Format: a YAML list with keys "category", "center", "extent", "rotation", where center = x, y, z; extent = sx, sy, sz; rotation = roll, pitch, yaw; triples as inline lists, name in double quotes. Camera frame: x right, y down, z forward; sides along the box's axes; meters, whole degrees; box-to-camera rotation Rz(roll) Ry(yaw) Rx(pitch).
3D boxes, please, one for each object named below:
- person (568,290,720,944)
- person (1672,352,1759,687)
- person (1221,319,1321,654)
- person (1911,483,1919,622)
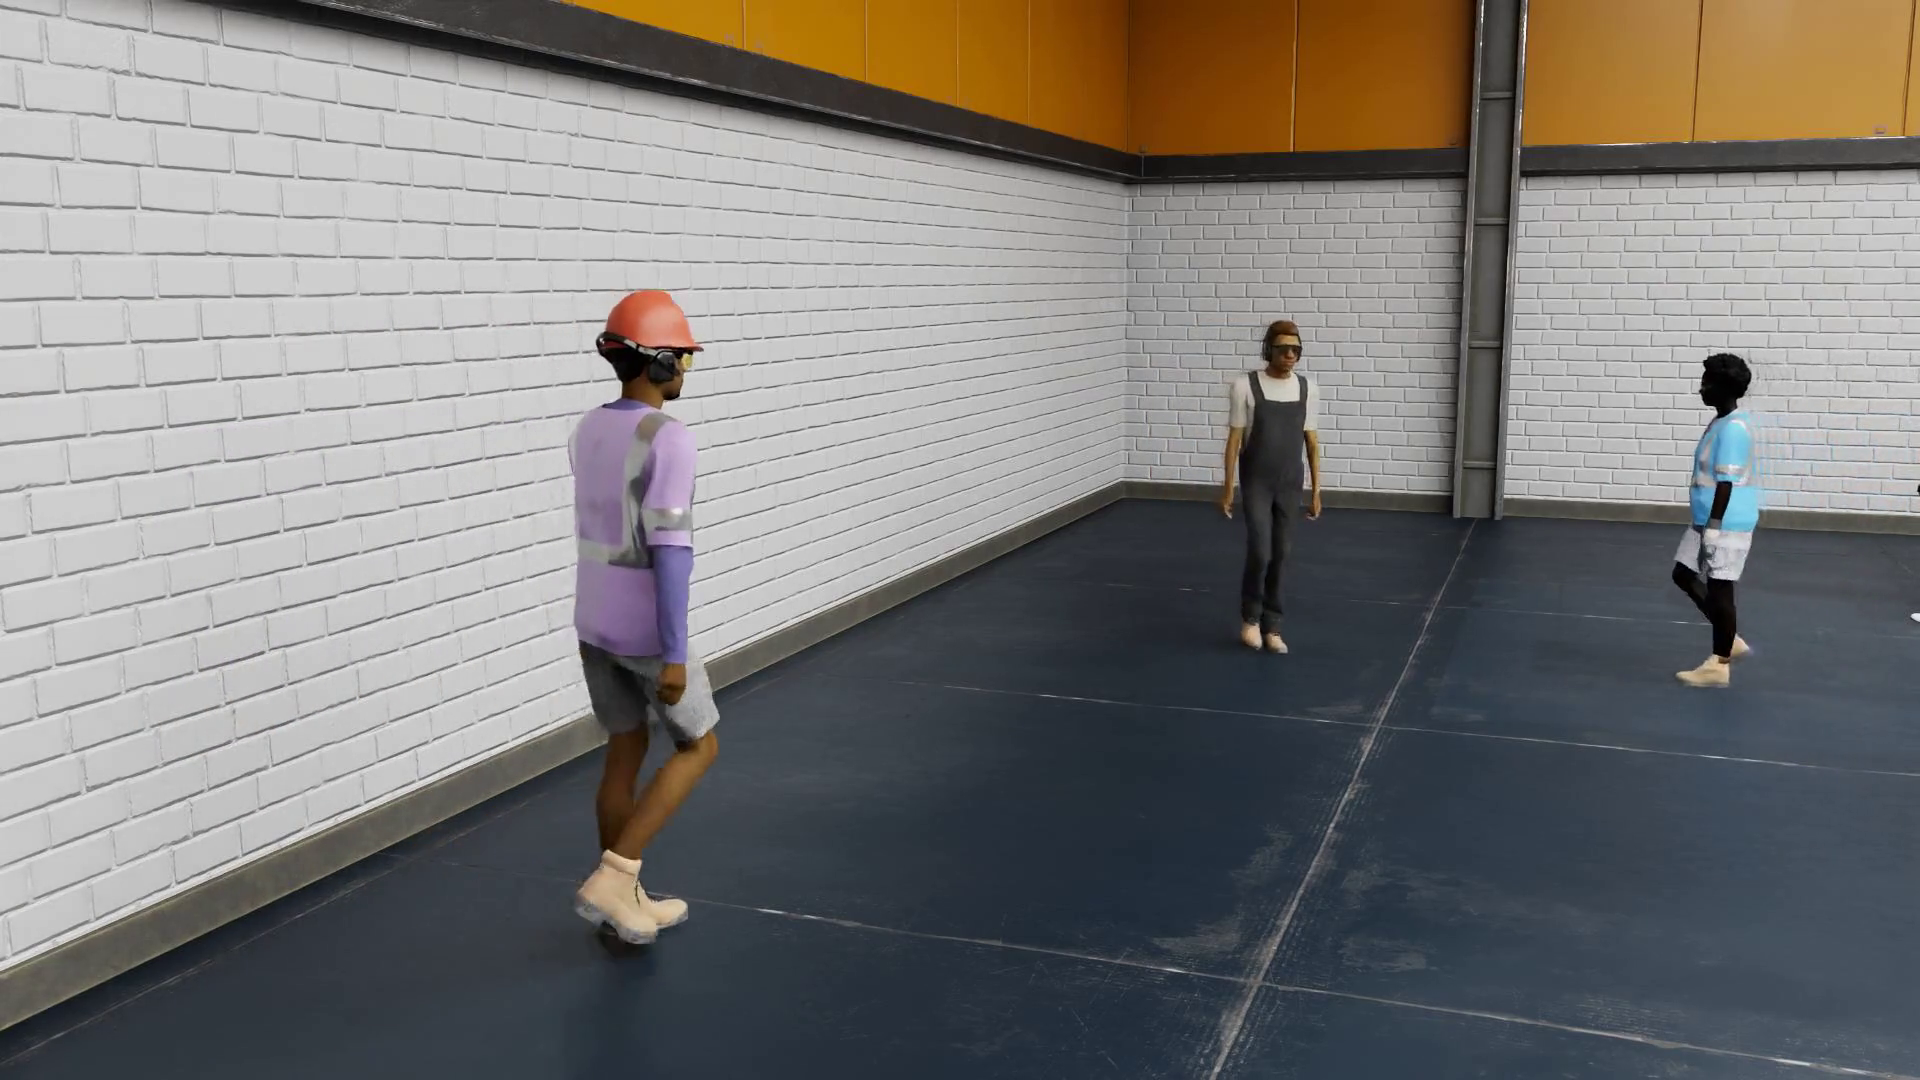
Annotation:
- category: "person"
  center: [-0.973, 0.257, 5.100]
  extent: [0.615, 2.030, 0.480]
  rotation: [9, 12, 43]
- category: "person"
  center: [3.778, -0.091, 8.312]
  extent: [0.368, 1.682, 0.554]
  rotation: [3, 9, 17]
- category: "person"
  center: [1.706, -0.276, 9.044]
  extent: [0.548, 1.832, 0.404]
  rotation: [-2, 9, -13]
- category: "person"
  center: [5.917, -0.441, 9.780]
  extent: [0.595, 1.925, 0.374]
  rotation: [-2, 9, -12]
